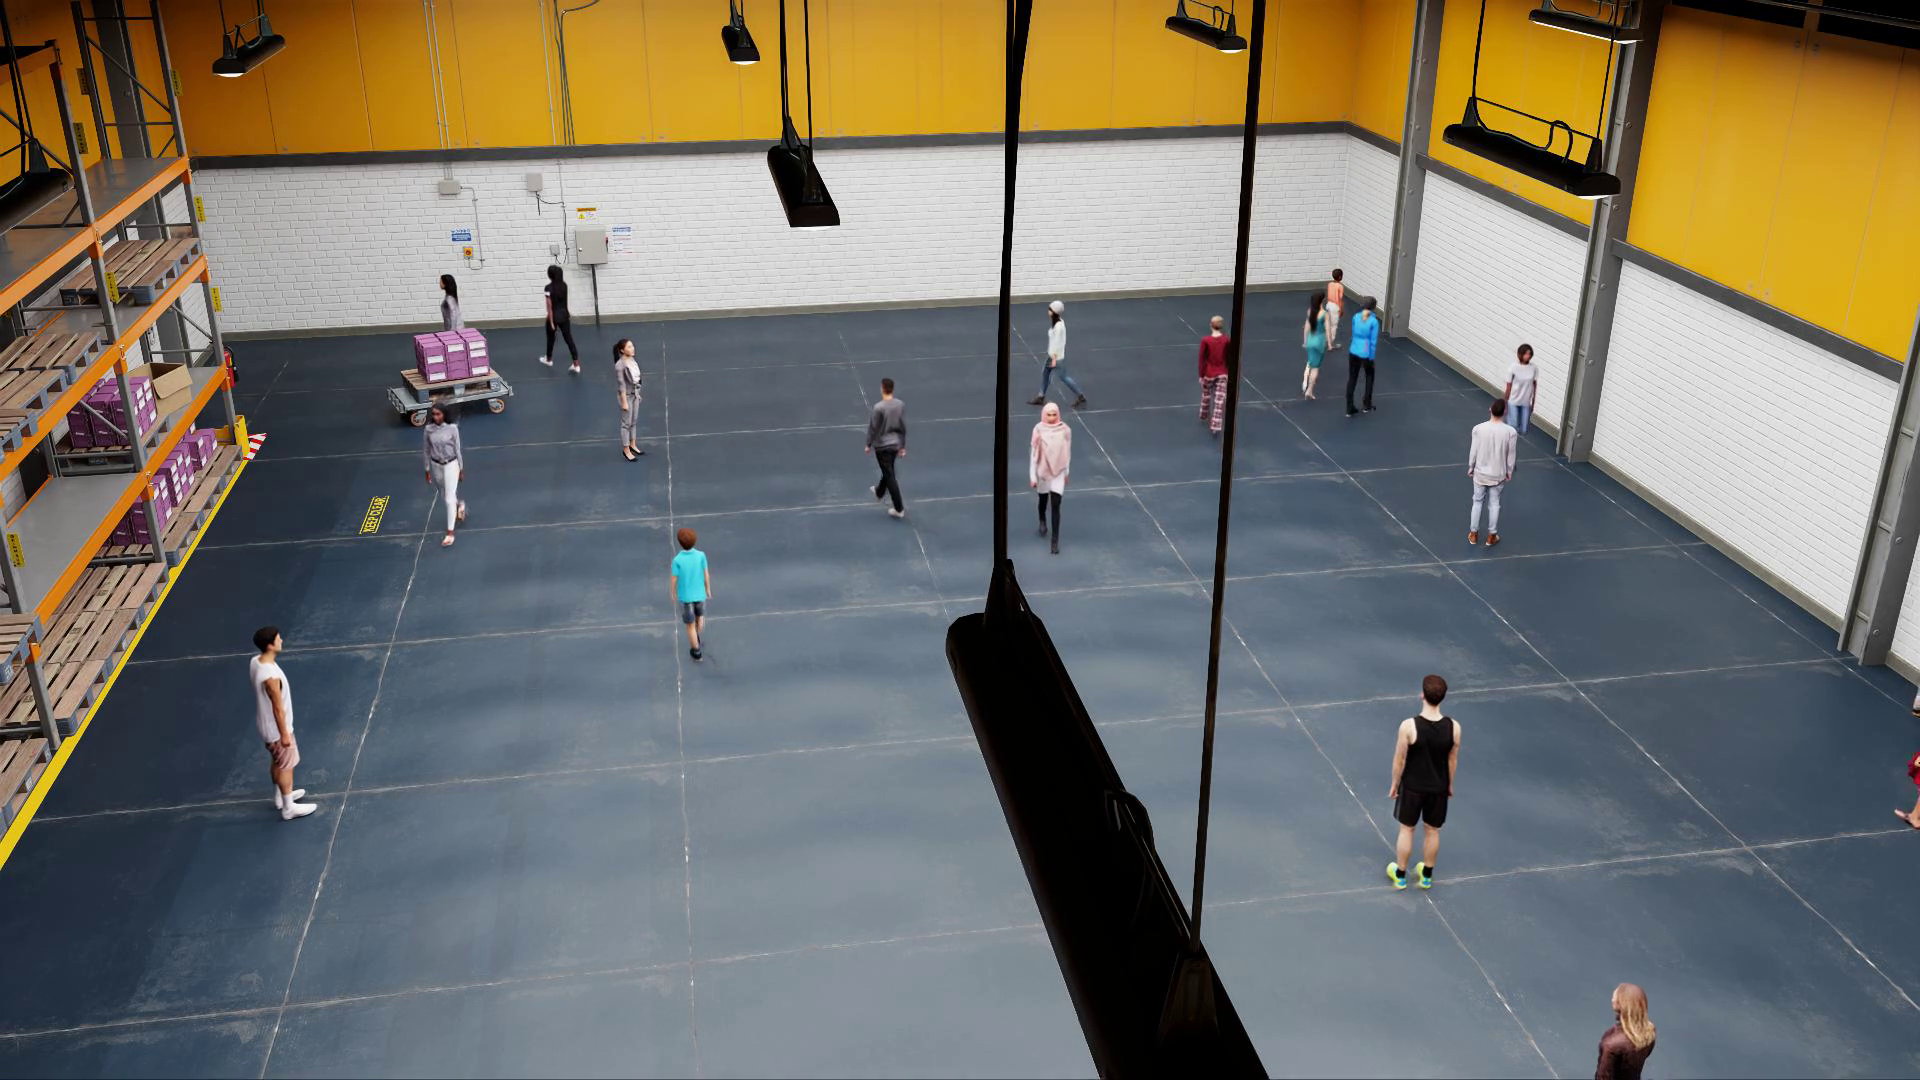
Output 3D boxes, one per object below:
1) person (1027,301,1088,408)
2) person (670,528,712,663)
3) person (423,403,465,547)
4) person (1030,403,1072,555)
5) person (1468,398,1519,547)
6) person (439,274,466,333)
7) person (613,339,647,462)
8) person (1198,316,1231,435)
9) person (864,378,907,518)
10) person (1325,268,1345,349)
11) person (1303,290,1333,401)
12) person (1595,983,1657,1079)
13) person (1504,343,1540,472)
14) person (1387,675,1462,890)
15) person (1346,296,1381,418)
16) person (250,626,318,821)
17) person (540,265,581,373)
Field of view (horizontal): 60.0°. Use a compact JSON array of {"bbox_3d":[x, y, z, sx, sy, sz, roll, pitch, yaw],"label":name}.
[{"bbox_3d":[1.509,-2.692,24.423,0.788,1.607,1.098,1,24,1],"label":"person"},{"bbox_3d":[-2.744,0.577,17.161,0.688,1.434,0.868,-12,26,-26],"label":"person"},{"bbox_3d":[-6.188,-0.852,20.103,0.789,1.697,1.175,1,24,3],"label":"person"},{"bbox_3d":[1.051,-0.788,19.886,0.749,1.752,1.236,-1,24,-3],"label":"person"},{"bbox_3d":[6.336,-0.821,19.853,0.767,1.841,0.763,9,25,19],"label":"person"},{"bbox_3d":[-7.743,-3.225,25.488,0.688,1.731,0.471,-3,24,-6],"label":"person"},{"bbox_3d":[-4.501,-1.919,22.567,0.770,1.678,0.662,6,24,13],"label":"person"},{"bbox_3d":[3.622,-2.308,23.488,0.764,1.653,1.114,1,24,1],"label":"person"},{"bbox_3d":[-0.861,-1.111,20.669,0.950,1.717,1.206,-16,28,-32],"label":"person"},{"bbox_3d":[6.147,-3.822,27.386,0.603,1.305,0.492,-13,27,-27],"label":"person"},{"bbox_3d":[5.252,-2.879,24.763,0.737,1.678,0.658,-20,30,-38],"label":"person"},{"bbox_3d":[4.073,3.499,10.164,0.767,1.685,0.850,-13,27,-27],"label":"person"},{"bbox_3d":[7.458,-1.816,22.297,0.638,1.705,0.895,-1,24,-3],"label":"person"},{"bbox_3d":[3.751,1.967,13.414,0.716,1.889,0.664,2,24,4],"label":"person"},{"bbox_3d":[5.757,-2.645,24.097,0.855,1.783,0.897,21,31,39],"label":"person"},{"bbox_3d":[-5.949,1.586,14.419,0.770,1.780,0.647,-15,28,-31],"label":"person"},{"bbox_3d":[-6.208,-3.414,25.987,1.236,1.678,1.111,19,30,36],"label":"person"}]
